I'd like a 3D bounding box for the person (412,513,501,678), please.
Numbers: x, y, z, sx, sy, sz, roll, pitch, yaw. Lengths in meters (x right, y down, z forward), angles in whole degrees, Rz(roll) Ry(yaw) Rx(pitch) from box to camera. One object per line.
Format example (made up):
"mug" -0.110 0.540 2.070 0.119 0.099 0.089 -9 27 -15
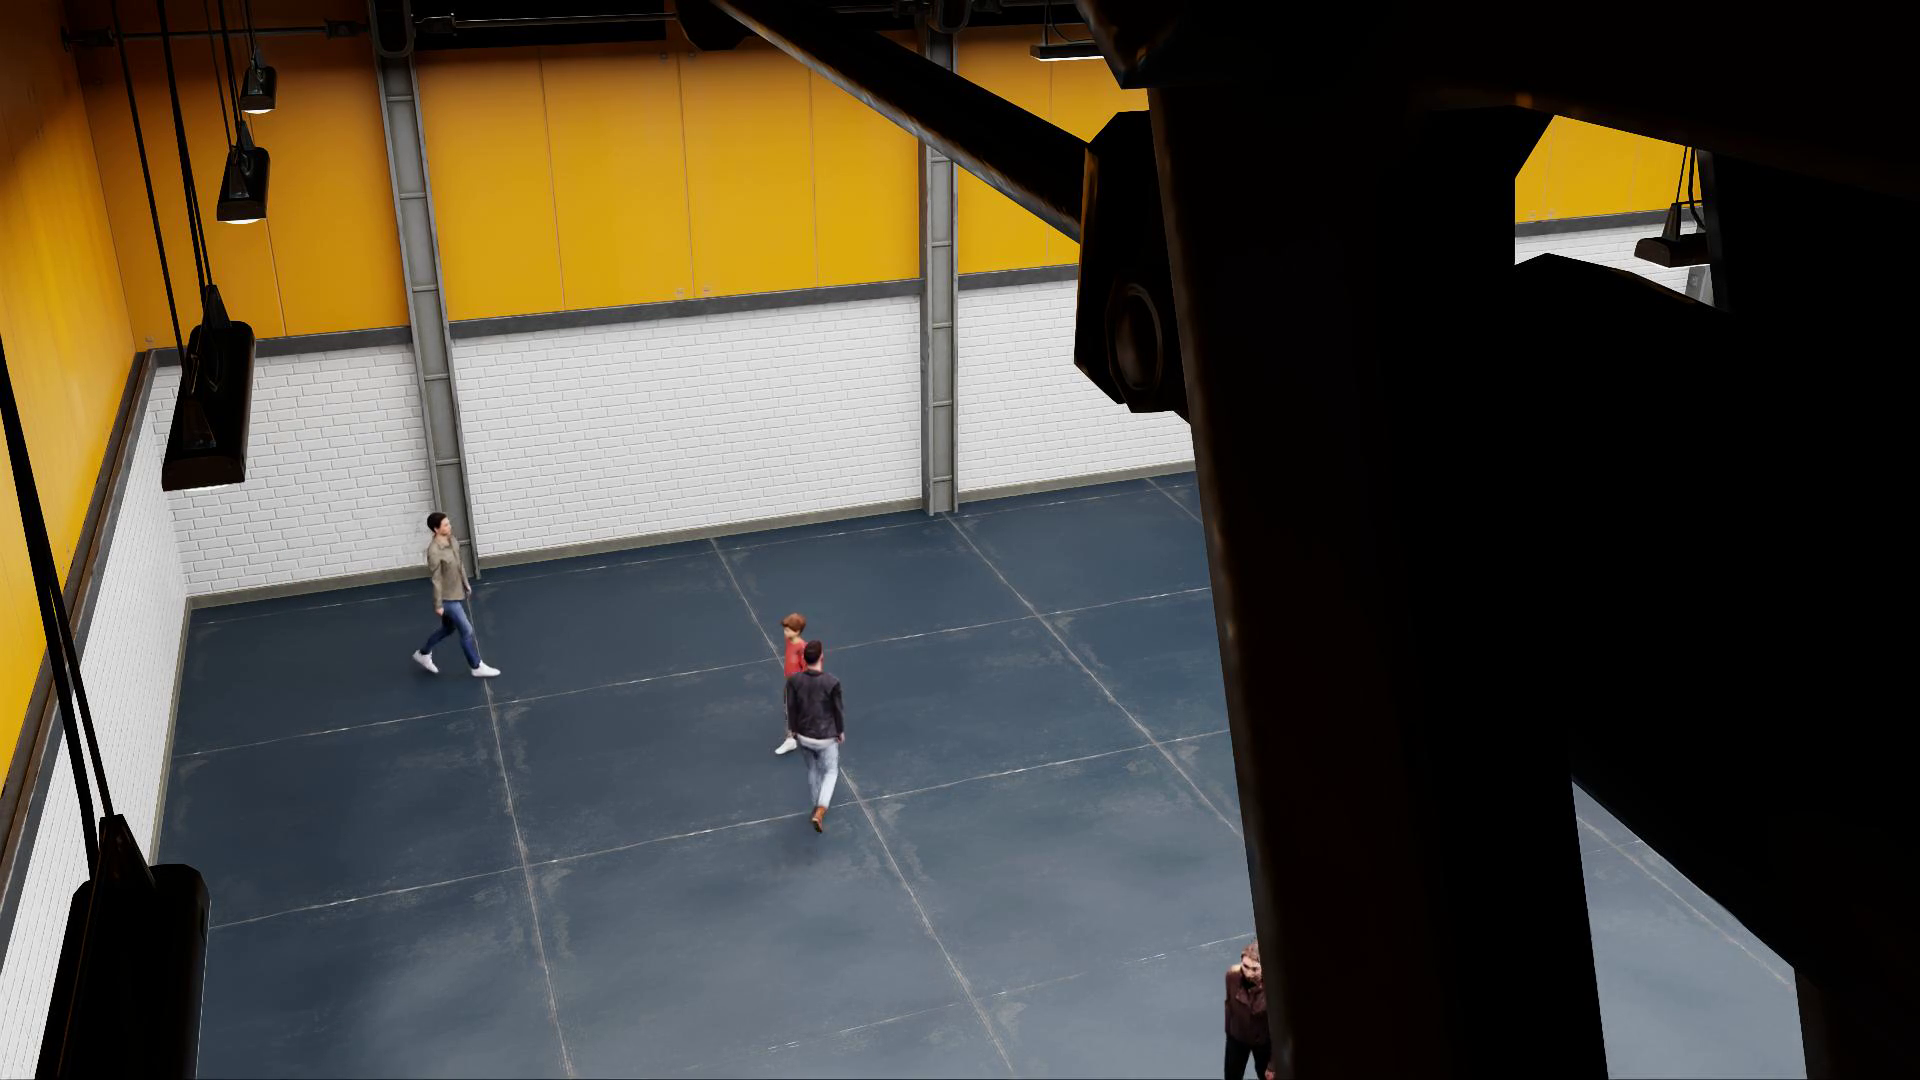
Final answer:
"person" -5.325 0.572 17.083 1.268 1.840 0.999 1 24 2

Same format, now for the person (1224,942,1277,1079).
"person" 1.978 3.311 11.048 1.048 1.654 1.183 14 27 29

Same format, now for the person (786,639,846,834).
"person" -1.258 1.732 14.456 0.994 1.818 0.976 3 24 7
